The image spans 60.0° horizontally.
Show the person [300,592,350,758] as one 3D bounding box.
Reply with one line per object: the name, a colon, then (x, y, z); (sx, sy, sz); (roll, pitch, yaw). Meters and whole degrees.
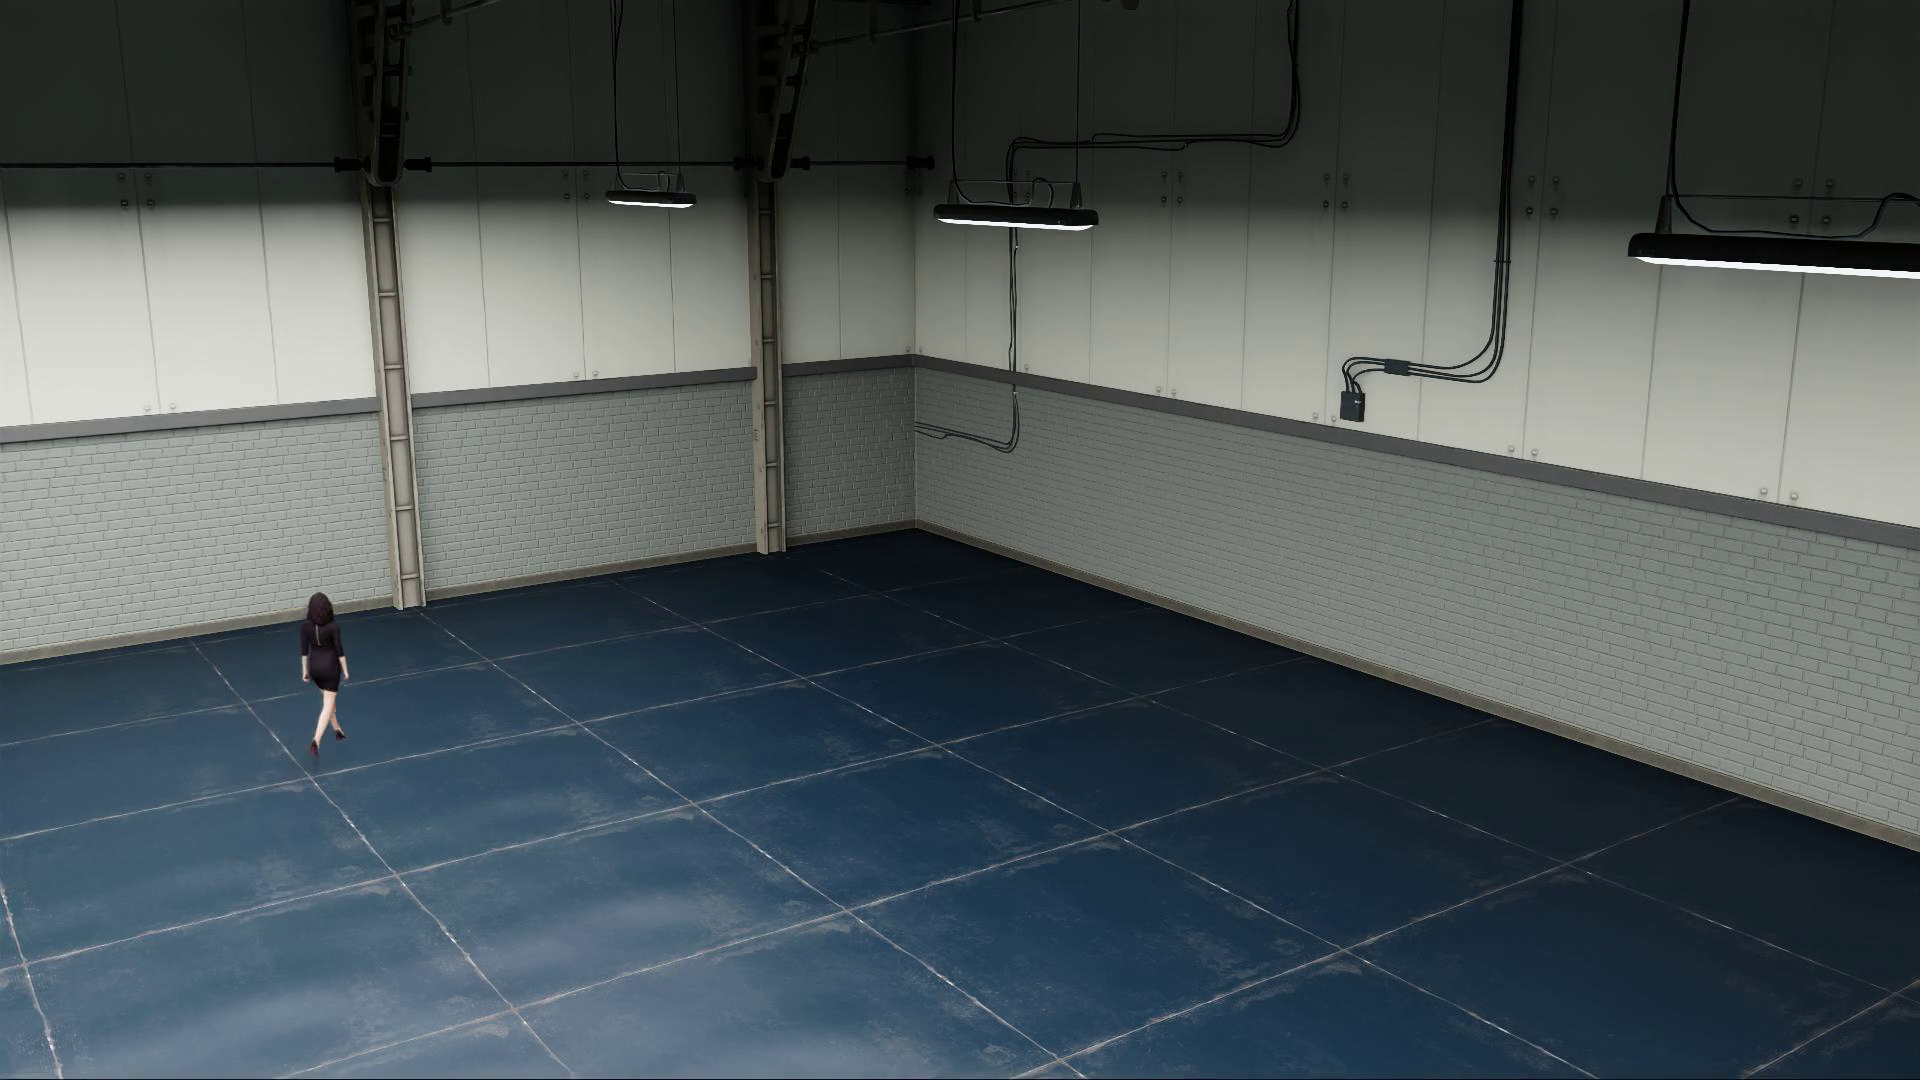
person: (-6.931, 1.505, 18.064); (1.111, 1.765, 1.156); (2, 13, 8)
